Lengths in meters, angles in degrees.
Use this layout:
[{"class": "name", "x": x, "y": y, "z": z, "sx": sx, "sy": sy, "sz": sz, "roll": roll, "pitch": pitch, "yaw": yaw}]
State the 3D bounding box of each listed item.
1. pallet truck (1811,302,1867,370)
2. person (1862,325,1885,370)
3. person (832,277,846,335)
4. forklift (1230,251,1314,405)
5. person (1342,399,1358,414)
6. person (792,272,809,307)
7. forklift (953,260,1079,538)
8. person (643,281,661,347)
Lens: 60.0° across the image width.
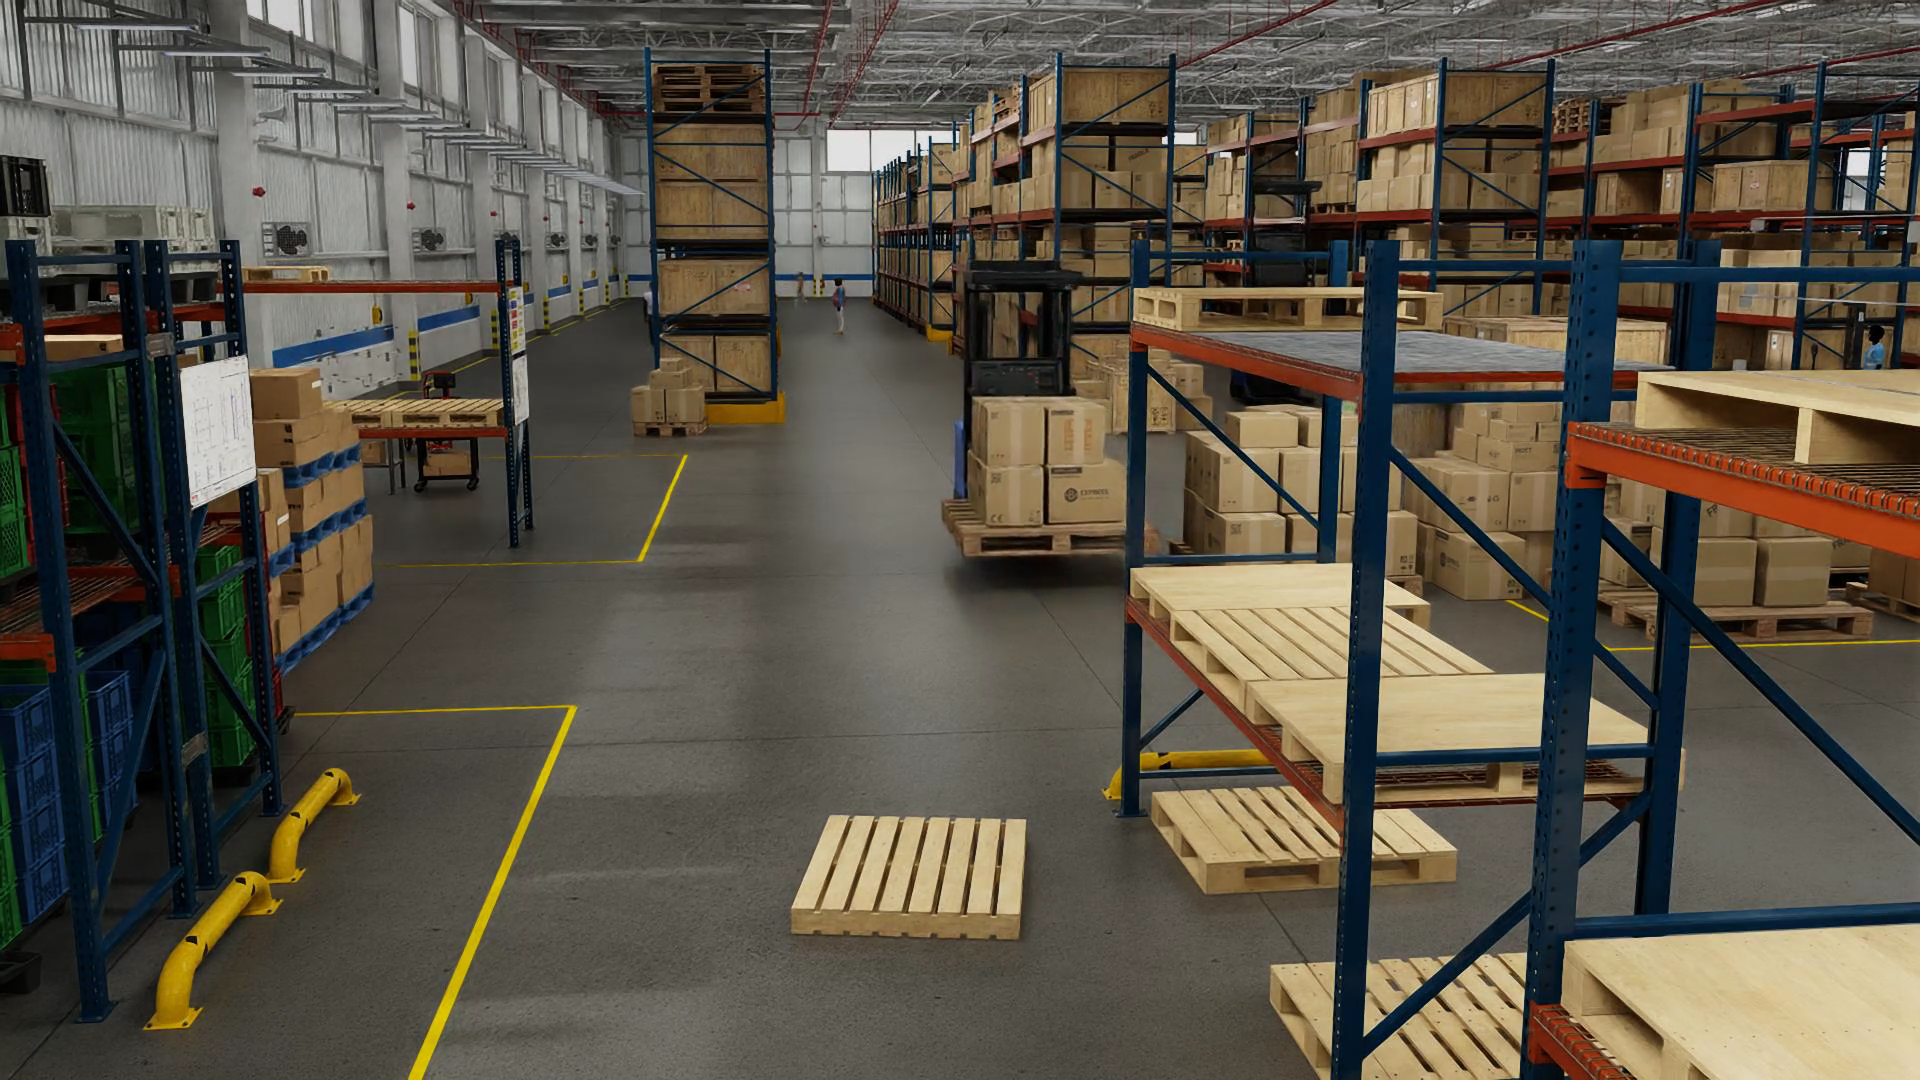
[{"class": "pallet truck", "x": 15.846, "y": -3.142, "z": 28.793, "sx": 1.885, "sy": 1.965, "sz": 0.823, "roll": 2, "pitch": 10, "yaw": 12}, {"class": "person", "x": 14.530, "y": -2.576, "z": 26.488, "sx": 0.318, "sy": 1.697, "sz": 0.535, "roll": 3, "pitch": 11, "yaw": 15}, {"class": "person", "x": -3.899, "y": -7.541, "z": 53.599, "sx": 0.429, "sy": 1.844, "sz": 0.627, "roll": -1, "pitch": 10, "yaw": -6}, {"class": "forklift", "x": 5.804, "y": -3.979, "z": 30.982, "sx": 1.129, "sy": 2.768, "sz": 1.873, "roll": -1, "pitch": 10, "yaw": -6}, {"class": "person", "x": 3.821, "y": -0.939, "z": 16.839, "sx": 0.618, "sy": 1.897, "sz": 0.631, "roll": -4, "pitch": 11, "yaw": -22}, {"class": "person", "x": -7.280, "y": -11.428, "z": 75.852, "sx": 0.856, "sy": 1.573, "sz": 0.561, "roll": -6, "pitch": 12, "yaw": -29}, {"class": "forklift", "x": 0.541, "y": -1.506, "z": 17.281, "sx": 1.129, "sy": 2.768, "sz": 1.873, "roll": -1, "pitch": 10, "yaw": -6}, {"class": "person", "x": -8.637, "y": -6.378, "z": 46.993, "sx": 0.599, "sy": 1.903, "sz": 0.725, "roll": -3, "pitch": 11, "yaw": -17}]
